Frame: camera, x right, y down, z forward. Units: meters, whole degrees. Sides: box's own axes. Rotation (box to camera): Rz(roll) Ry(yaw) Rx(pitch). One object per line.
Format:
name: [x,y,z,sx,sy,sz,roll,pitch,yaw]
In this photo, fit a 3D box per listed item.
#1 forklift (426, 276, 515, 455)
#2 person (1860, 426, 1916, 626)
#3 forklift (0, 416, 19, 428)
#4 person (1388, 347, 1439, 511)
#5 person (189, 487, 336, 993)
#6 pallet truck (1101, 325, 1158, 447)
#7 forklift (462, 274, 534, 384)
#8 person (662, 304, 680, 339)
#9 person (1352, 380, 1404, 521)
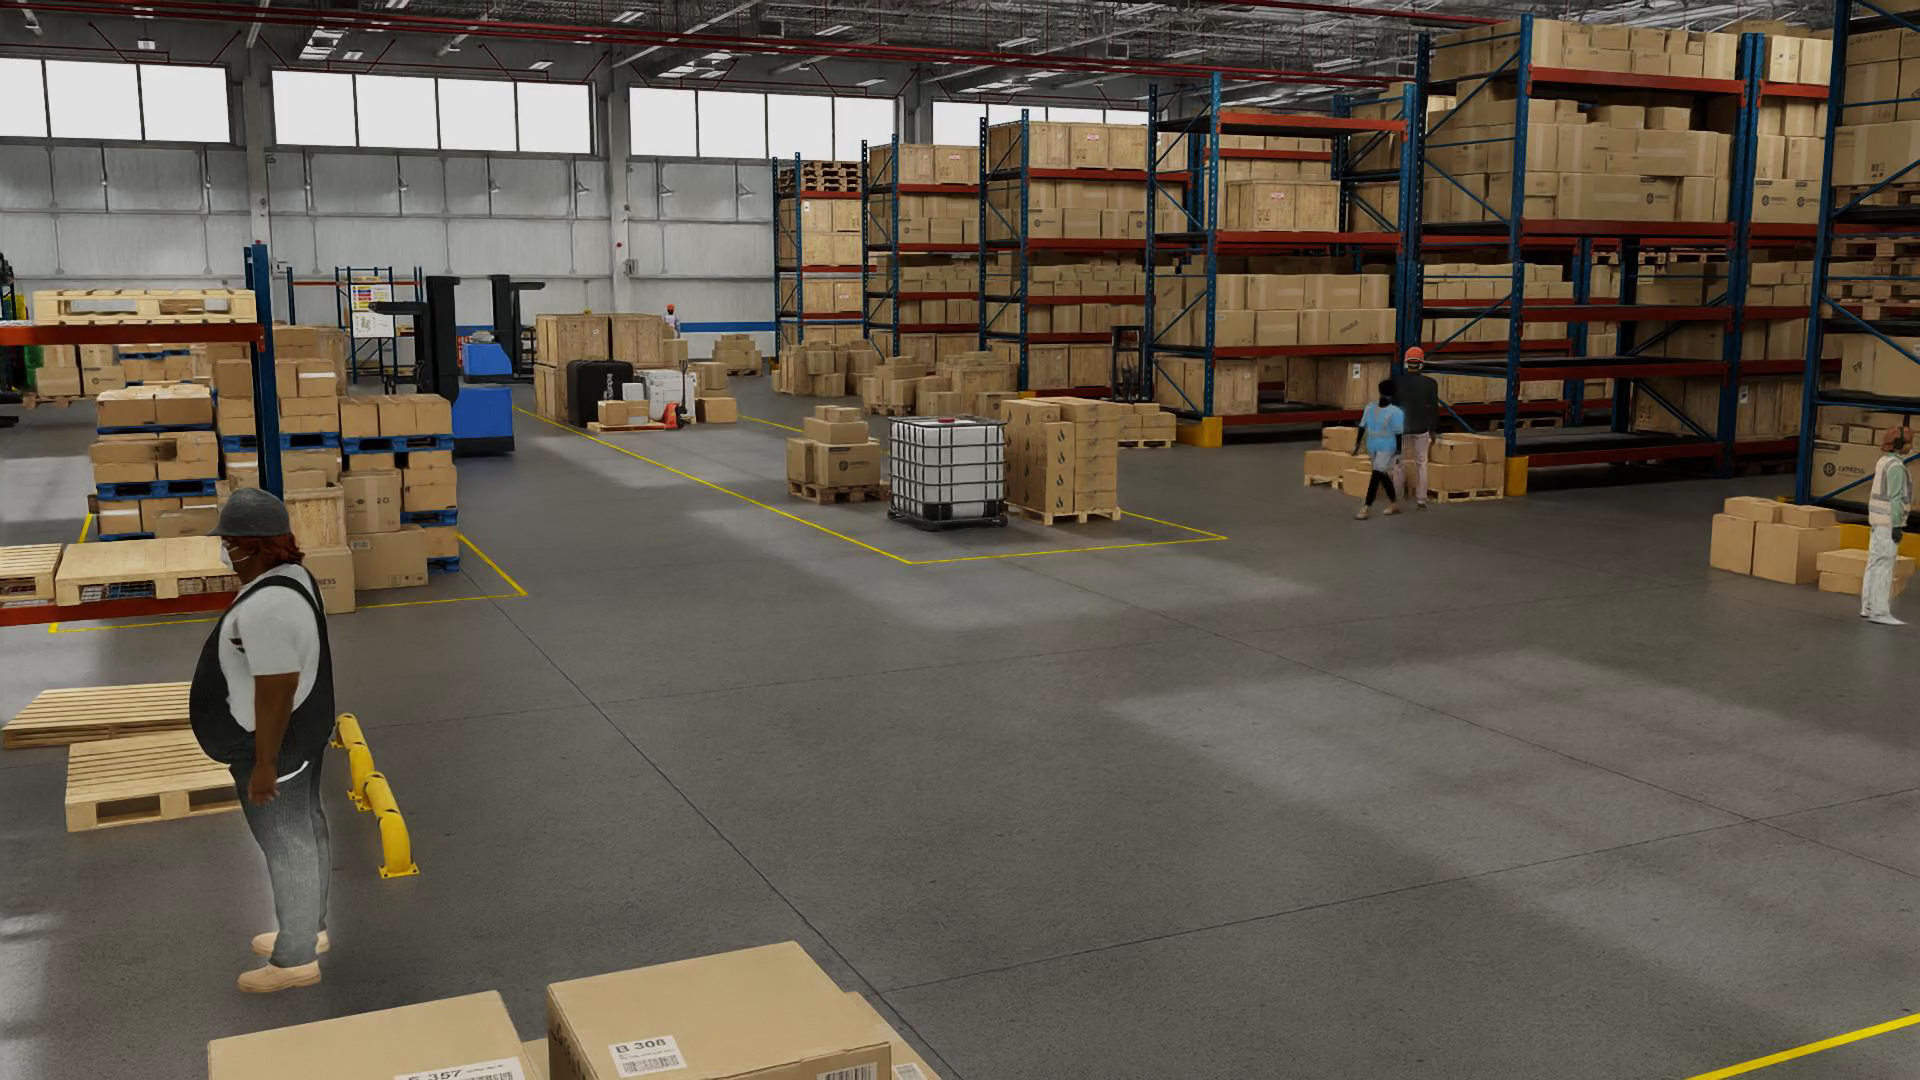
forklift: [-8.069,-2.737,26.069,1.873,2.768,1.129,-4,10,-25]
person: [7.652,-0.124,13.705,0.310,1.636,0.523,3,10,16]
forklift: [-18.489,-3.448,30.482,1.873,2.768,1.129,-4,10,-25]
person: [5.460,-1.335,20.109,0.622,1.994,0.381,1,9,7]
person: [-2.825,0.796,6.745,0.537,2.000,0.675,-2,9,-11]
pallet truck: [2.881,-2.596,27.923,0.823,1.965,1.885,-1,9,-7]
forklift: [-11.646,-5.347,42.260,1.873,2.768,1.129,-4,10,-25]
person: [-8.623,-6.073,49.684,0.548,1.937,0.358,-1,9,-6]
person: [4.957,-1.066,19.516,0.890,1.647,0.541,-6,11,-33]
